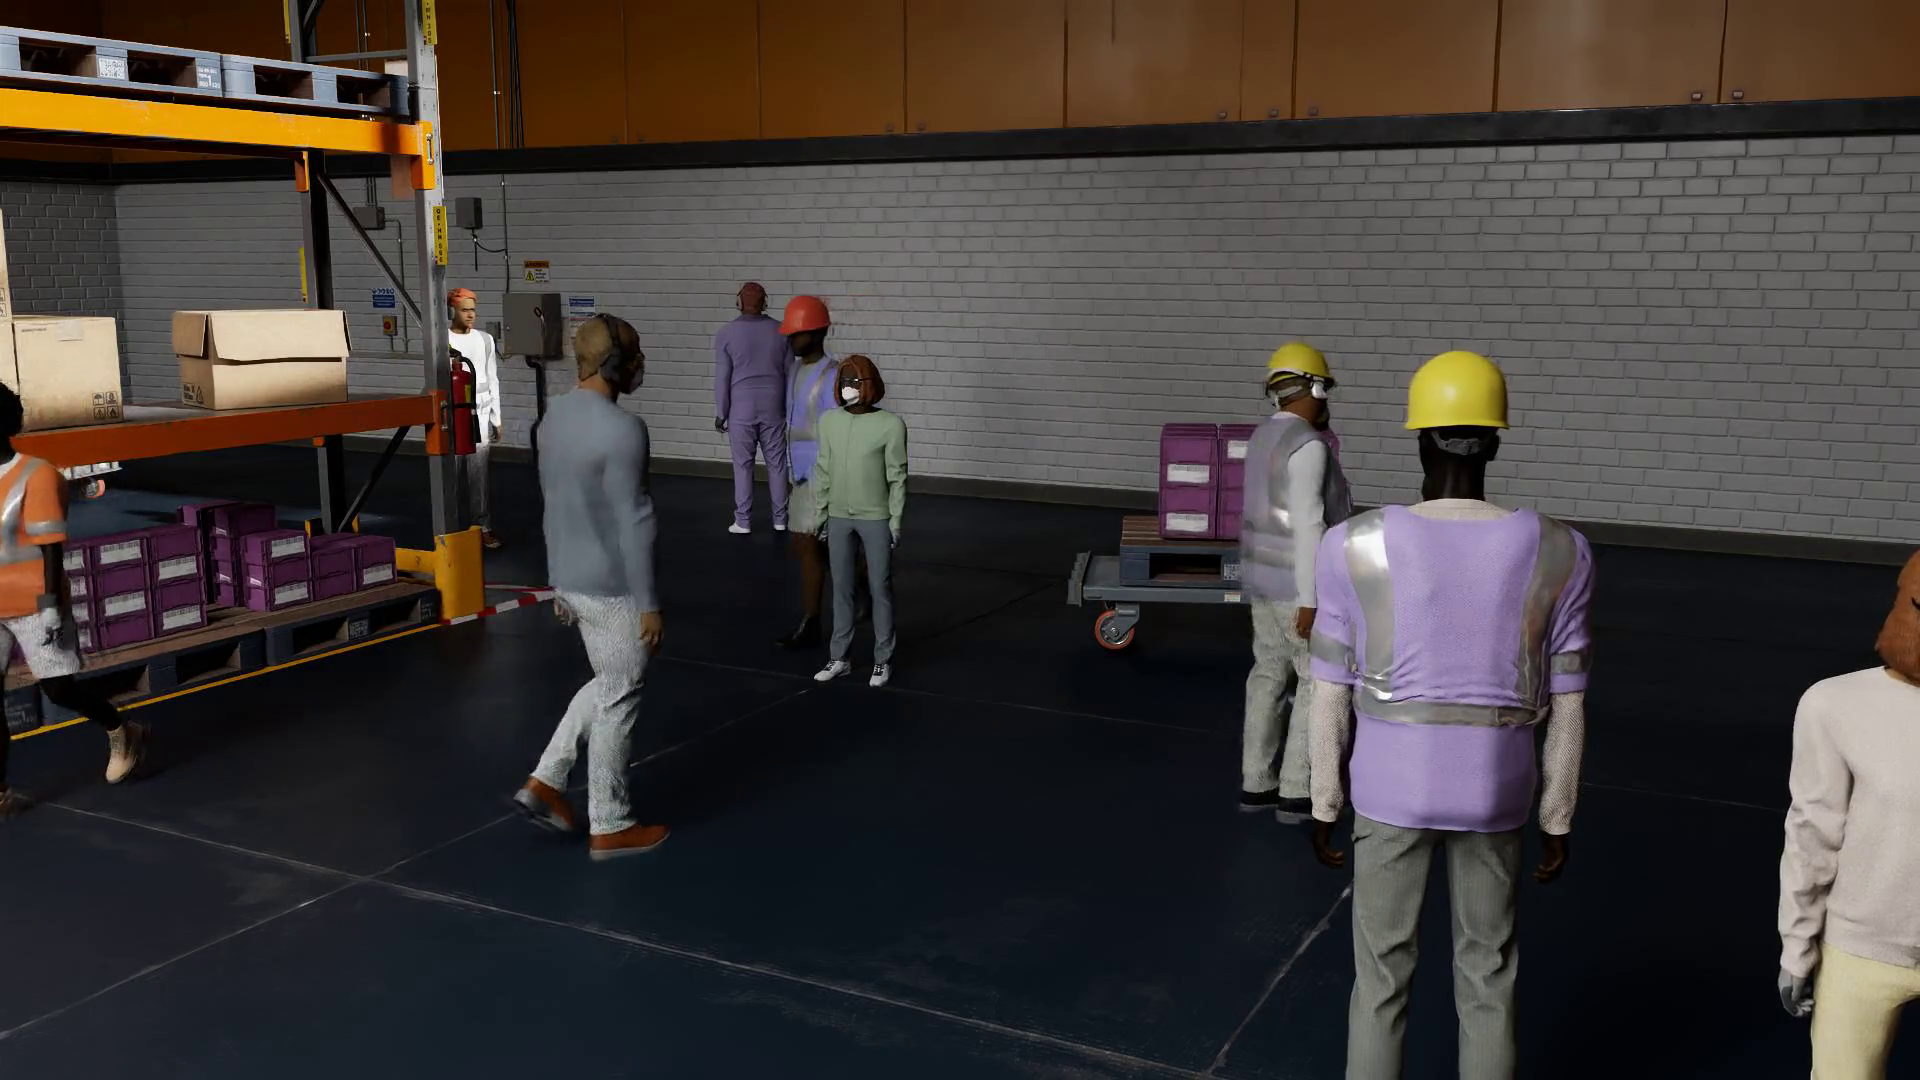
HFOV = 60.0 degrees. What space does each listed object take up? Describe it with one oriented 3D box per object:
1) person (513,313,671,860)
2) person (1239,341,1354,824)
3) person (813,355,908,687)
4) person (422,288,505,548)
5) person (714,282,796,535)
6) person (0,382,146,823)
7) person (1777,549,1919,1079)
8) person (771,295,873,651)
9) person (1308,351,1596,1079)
[{"bbox_3d":[-1.250,0.175,5.823,0.460,1.925,0.634,-6,12,-33],"label":"person"},{"bbox_3d":[1.257,0.154,6.305,0.436,1.795,0.628,-2,10,-12],"label":"person"},{"bbox_3d":[-0.496,-0.094,8.194,0.498,1.634,0.278,4,11,23],"label":"person"},{"bbox_3d":[-3.542,-0.853,11.887,0.351,1.880,0.576,8,13,40],"label":"person"},{"bbox_3d":[-1.551,-0.988,12.582,0.639,1.910,0.406,-4,11,-21],"label":"person"},{"bbox_3d":[-3.501,0.220,6.276,0.536,1.675,0.740,3,10,16],"label":"person"},{"bbox_3d":[1.787,0.792,3.094,0.498,1.625,0.280,5,11,26],"label":"person"},{"bbox_3d":[-0.715,-0.365,8.987,0.668,1.910,0.545,-6,11,-29],"label":"person"},{"bbox_3d":[1.057,0.549,3.667,0.588,1.919,0.401,1,10,8],"label":"person"}]
